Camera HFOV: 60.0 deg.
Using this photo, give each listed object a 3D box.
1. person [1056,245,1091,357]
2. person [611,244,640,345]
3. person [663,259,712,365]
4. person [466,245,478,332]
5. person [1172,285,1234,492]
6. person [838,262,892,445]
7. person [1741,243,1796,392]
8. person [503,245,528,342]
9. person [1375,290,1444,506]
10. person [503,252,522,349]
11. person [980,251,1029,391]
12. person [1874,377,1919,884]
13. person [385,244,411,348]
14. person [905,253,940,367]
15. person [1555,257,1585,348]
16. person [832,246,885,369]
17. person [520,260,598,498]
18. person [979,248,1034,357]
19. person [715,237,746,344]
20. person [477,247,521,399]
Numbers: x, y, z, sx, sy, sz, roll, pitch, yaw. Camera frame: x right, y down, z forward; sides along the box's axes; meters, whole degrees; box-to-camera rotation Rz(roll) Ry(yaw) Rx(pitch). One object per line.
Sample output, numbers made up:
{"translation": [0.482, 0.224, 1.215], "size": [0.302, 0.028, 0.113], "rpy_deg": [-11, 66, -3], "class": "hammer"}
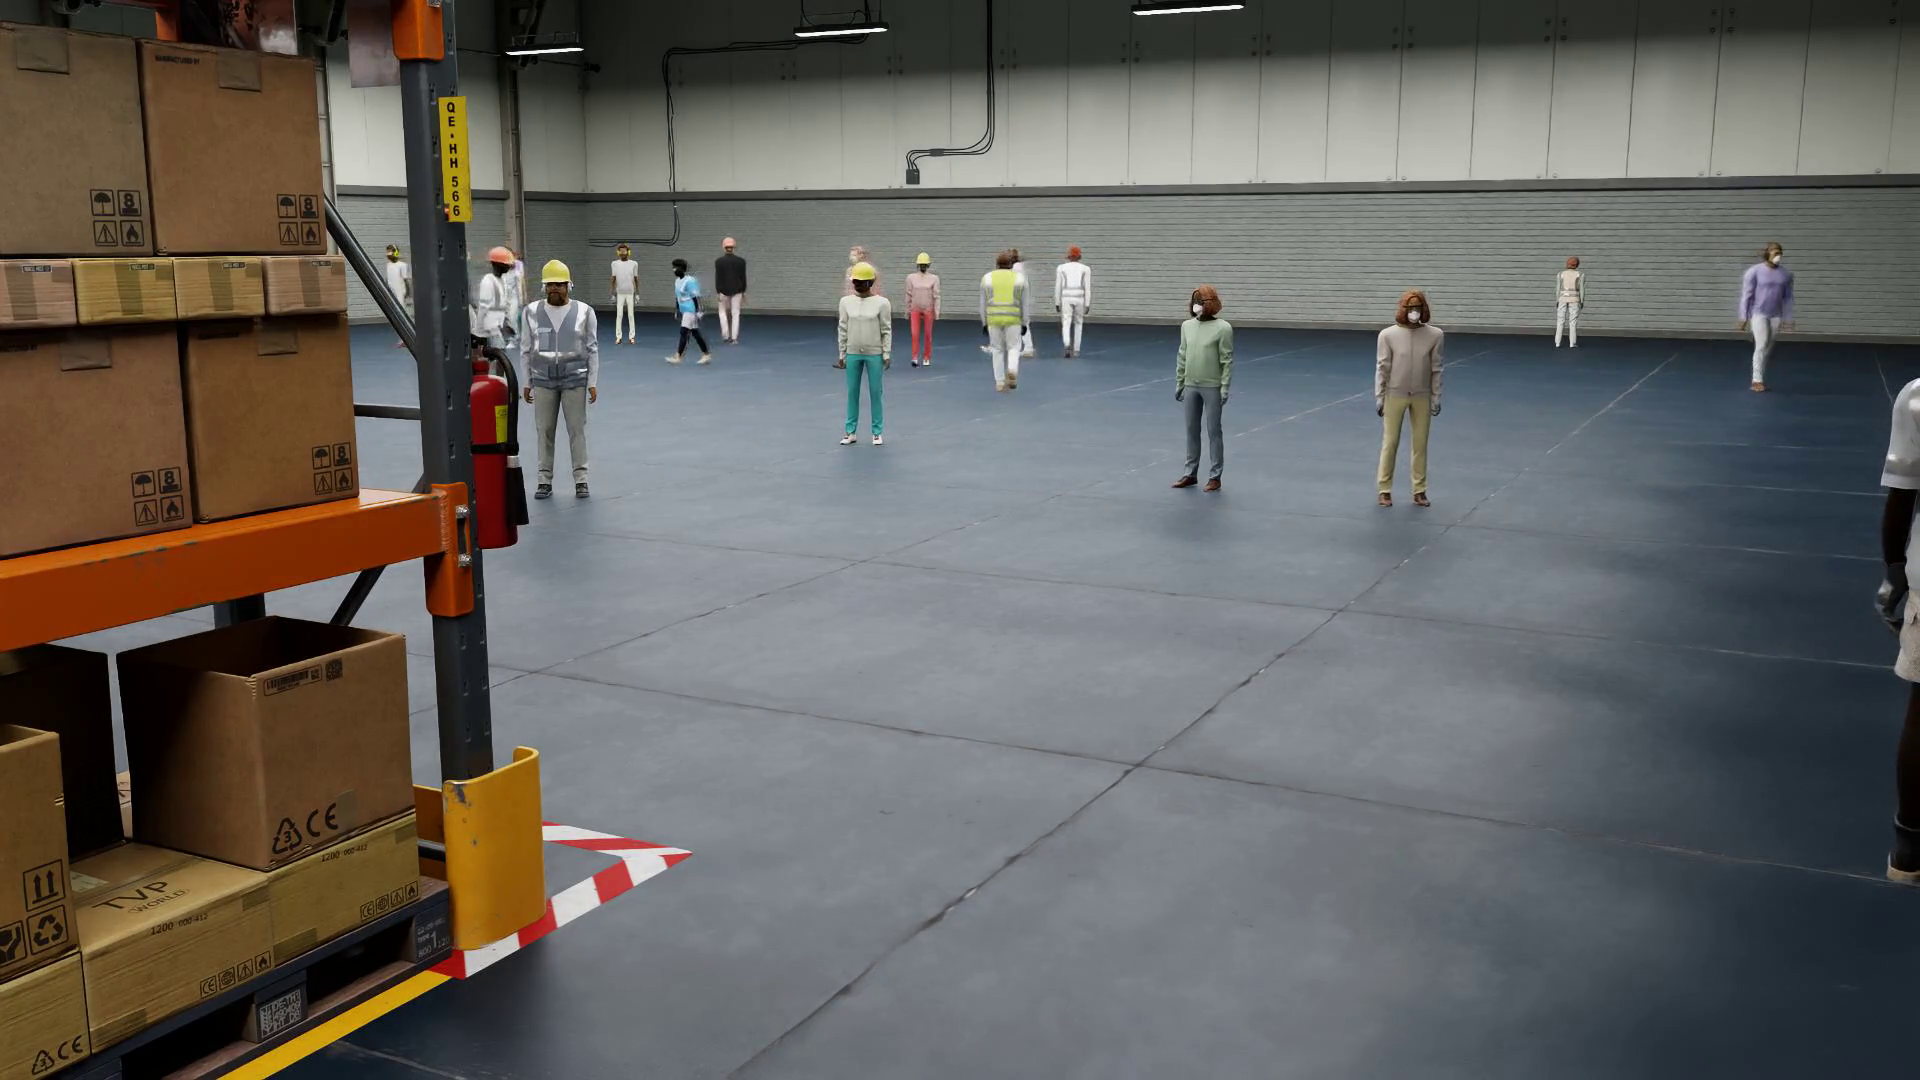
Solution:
{"translation": [1.886, -3.966, 27.690], "size": [0.574, 1.861, 0.838], "rpy_deg": [0, 10, 1], "class": "person"}
{"translation": [-6.208, -4.555, 30.886], "size": [0.521, 1.859, 0.336], "rpy_deg": [-1, 10, -8], "class": "person"}
{"translation": [-4.251, -3.542, 25.887], "size": [0.873, 1.641, 0.556], "rpy_deg": [-5, 12, -27], "class": "person"}
{"translation": [-7.862, -3.789, 26.611], "size": [1.049, 1.880, 0.646], "rpy_deg": [-3, 11, -14], "class": "person"}
{"translation": [1.930, -1.205, 13.226], "size": [0.507, 1.633, 0.276], "rpy_deg": [10, 14, 42], "class": "person"}
{"translation": [-0.923, -1.791, 16.072], "size": [0.525, 1.765, 0.329], "rpy_deg": [2, 11, 11], "class": "person"}
{"translation": [10.462, -2.859, 21.449], "size": [0.653, 1.913, 0.754], "rpy_deg": [-1, 10, -3], "class": "person"}
{"translation": [-8.521, -4.615, 31.291], "size": [0.608, 1.816, 0.803], "rpy_deg": [3, 11, 15], "class": "person"}
{"translation": [3.346, -1.051, 12.417], "size": [0.501, 1.622, 0.294], "rpy_deg": [0, 10, 2], "class": "person"}
{"translation": [-8.079, -4.314, 29.893], "size": [0.500, 1.730, 0.458], "rpy_deg": [4, 11, 20], "class": "person"}
{"translation": [0.569, -2.808, 21.471], "size": [0.628, 1.826, 0.553], "rpy_deg": [1, 10, 4], "class": "person"}
{"translation": [3.142, 0.122, 5.083], "size": [0.613, 1.963, 0.362], "rpy_deg": [9, 14, 41], "class": "person"}
{"translation": [-10.160, -4.370, 29.878], "size": [0.521, 1.853, 0.465], "rpy_deg": [9, 14, 40], "class": "person"}
{"translation": [-0.577, -3.520, 25.548], "size": [0.553, 1.728, 0.855], "rpy_deg": [1, 10, 5], "class": "person"}
{"translation": [10.991, -4.275, 29.970], "size": [0.510, 1.634, 0.312], "rpy_deg": [7, 12, 33], "class": "person"}
{"translation": [-1.530, -3.565, 25.511], "size": [1.034, 1.858, 0.638], "rpy_deg": [-7, 13, -34], "class": "person"}
{"translation": [-3.087, -1.232, 12.829], "size": [0.590, 1.833, 0.404], "rpy_deg": [-2, 11, -9], "class": "person"}
{"translation": [0.804, -3.938, 27.693], "size": [0.958, 1.792, 0.664], "rpy_deg": [1, 10, 3], "class": "person"}
{"translation": [-4.304, -4.667, 31.156], "size": [0.640, 1.973, 0.577], "rpy_deg": [-4, 11, -22], "class": "person"}
{"translation": [-5.848, -2.655, 20.450], "size": [0.833, 1.895, 0.557], "rpy_deg": [0, 10, 1], "class": "person"}
